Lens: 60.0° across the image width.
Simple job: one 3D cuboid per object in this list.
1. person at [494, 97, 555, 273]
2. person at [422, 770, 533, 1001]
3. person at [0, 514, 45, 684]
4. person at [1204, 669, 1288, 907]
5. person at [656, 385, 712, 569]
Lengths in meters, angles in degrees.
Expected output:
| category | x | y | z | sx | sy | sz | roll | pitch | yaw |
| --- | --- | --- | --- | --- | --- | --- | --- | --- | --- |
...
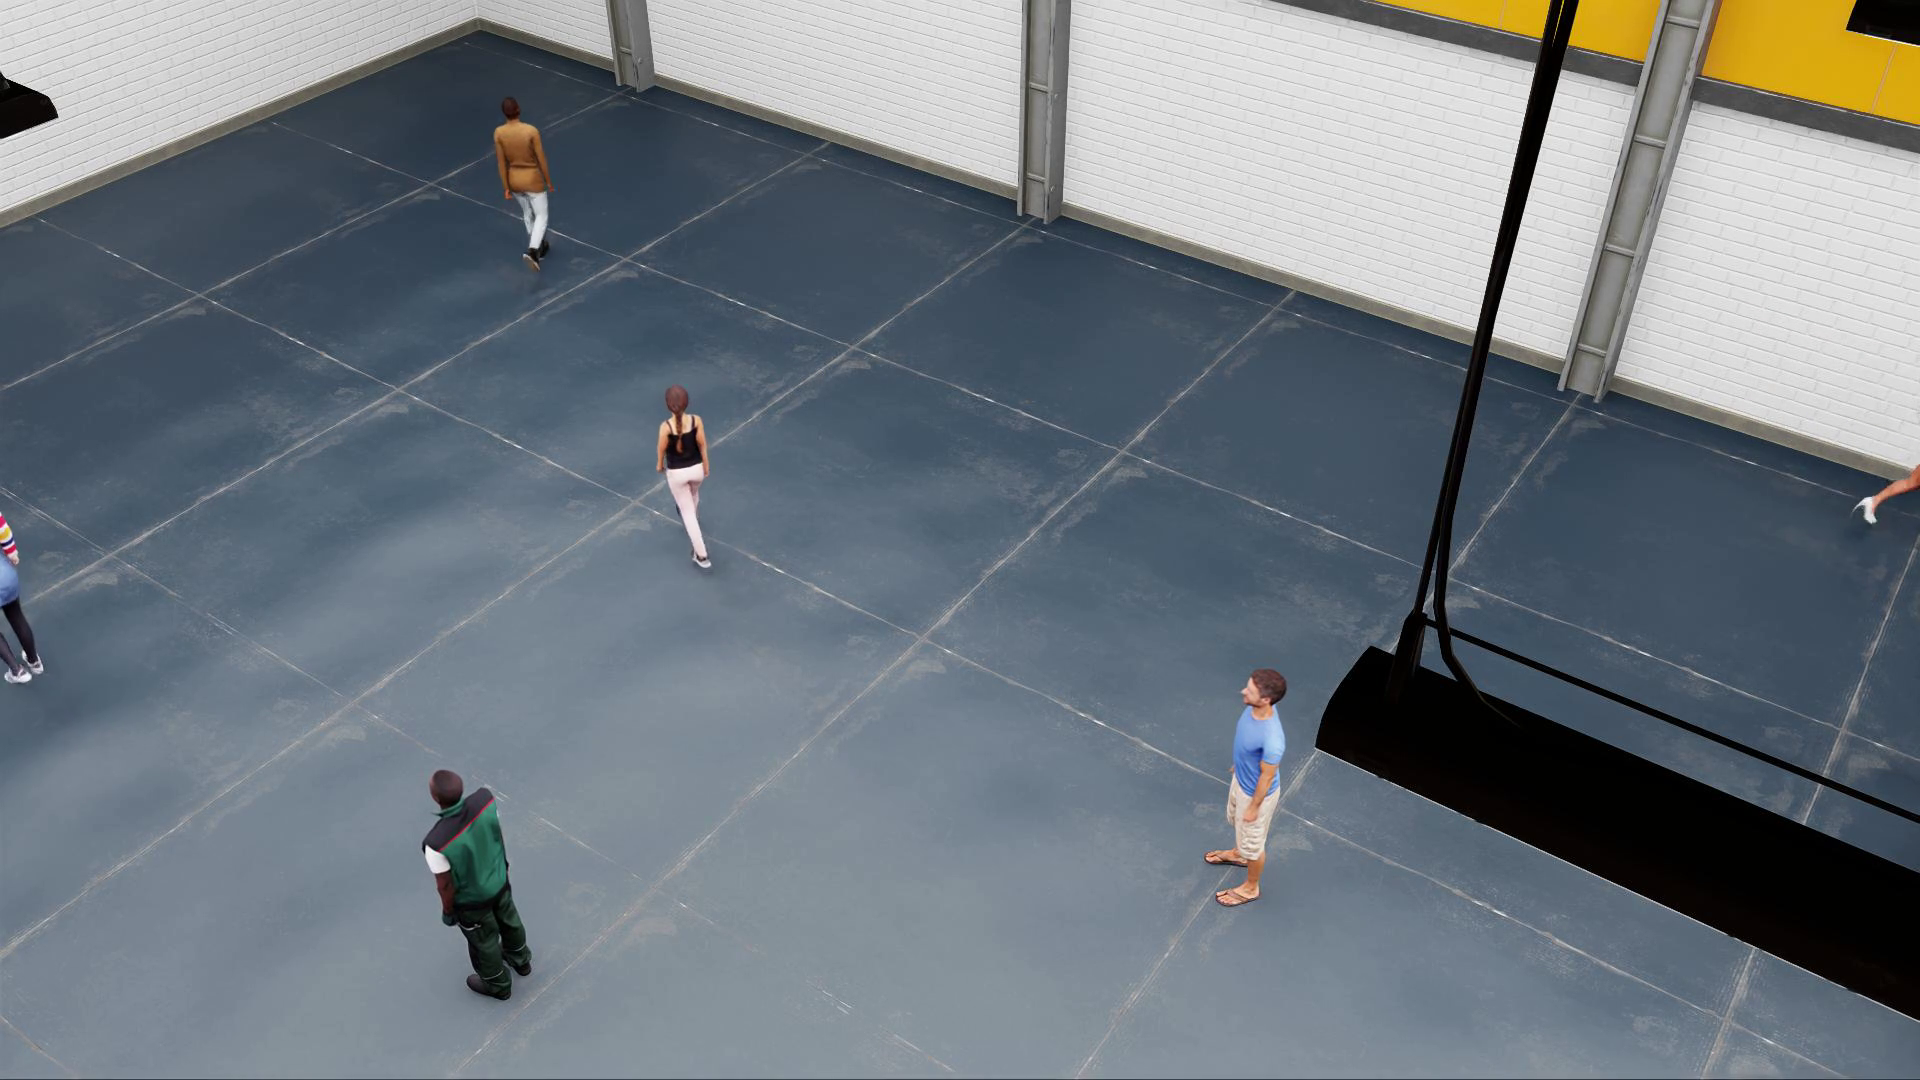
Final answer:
| category | x | y | z | sx | sy | sz | roll | pitch | yaw |
| --- | --- | --- | --- | --- | --- | --- | --- | --- | --- |
| person | -4.347 | -3.532 | 16.641 | 1.081 | 1.801 | 1.031 | 2 | 39 | 2 |
| person | -2.808 | 2.002 | 9.680 | 0.614 | 1.839 | 0.686 | 21 | 43 | 24 |
| person | -6.871 | 0.310 | 11.828 | 0.667 | 1.803 | 0.698 | 29 | 47 | 31 |
| person | 1.823 | 1.496 | 10.295 | 0.780 | 1.863 | 0.741 | -3 | 39 | -3 |
| person | -2.132 | -0.479 | 13.041 | 0.796 | 1.523 | 1.093 | -21 | 43 | -24 |
